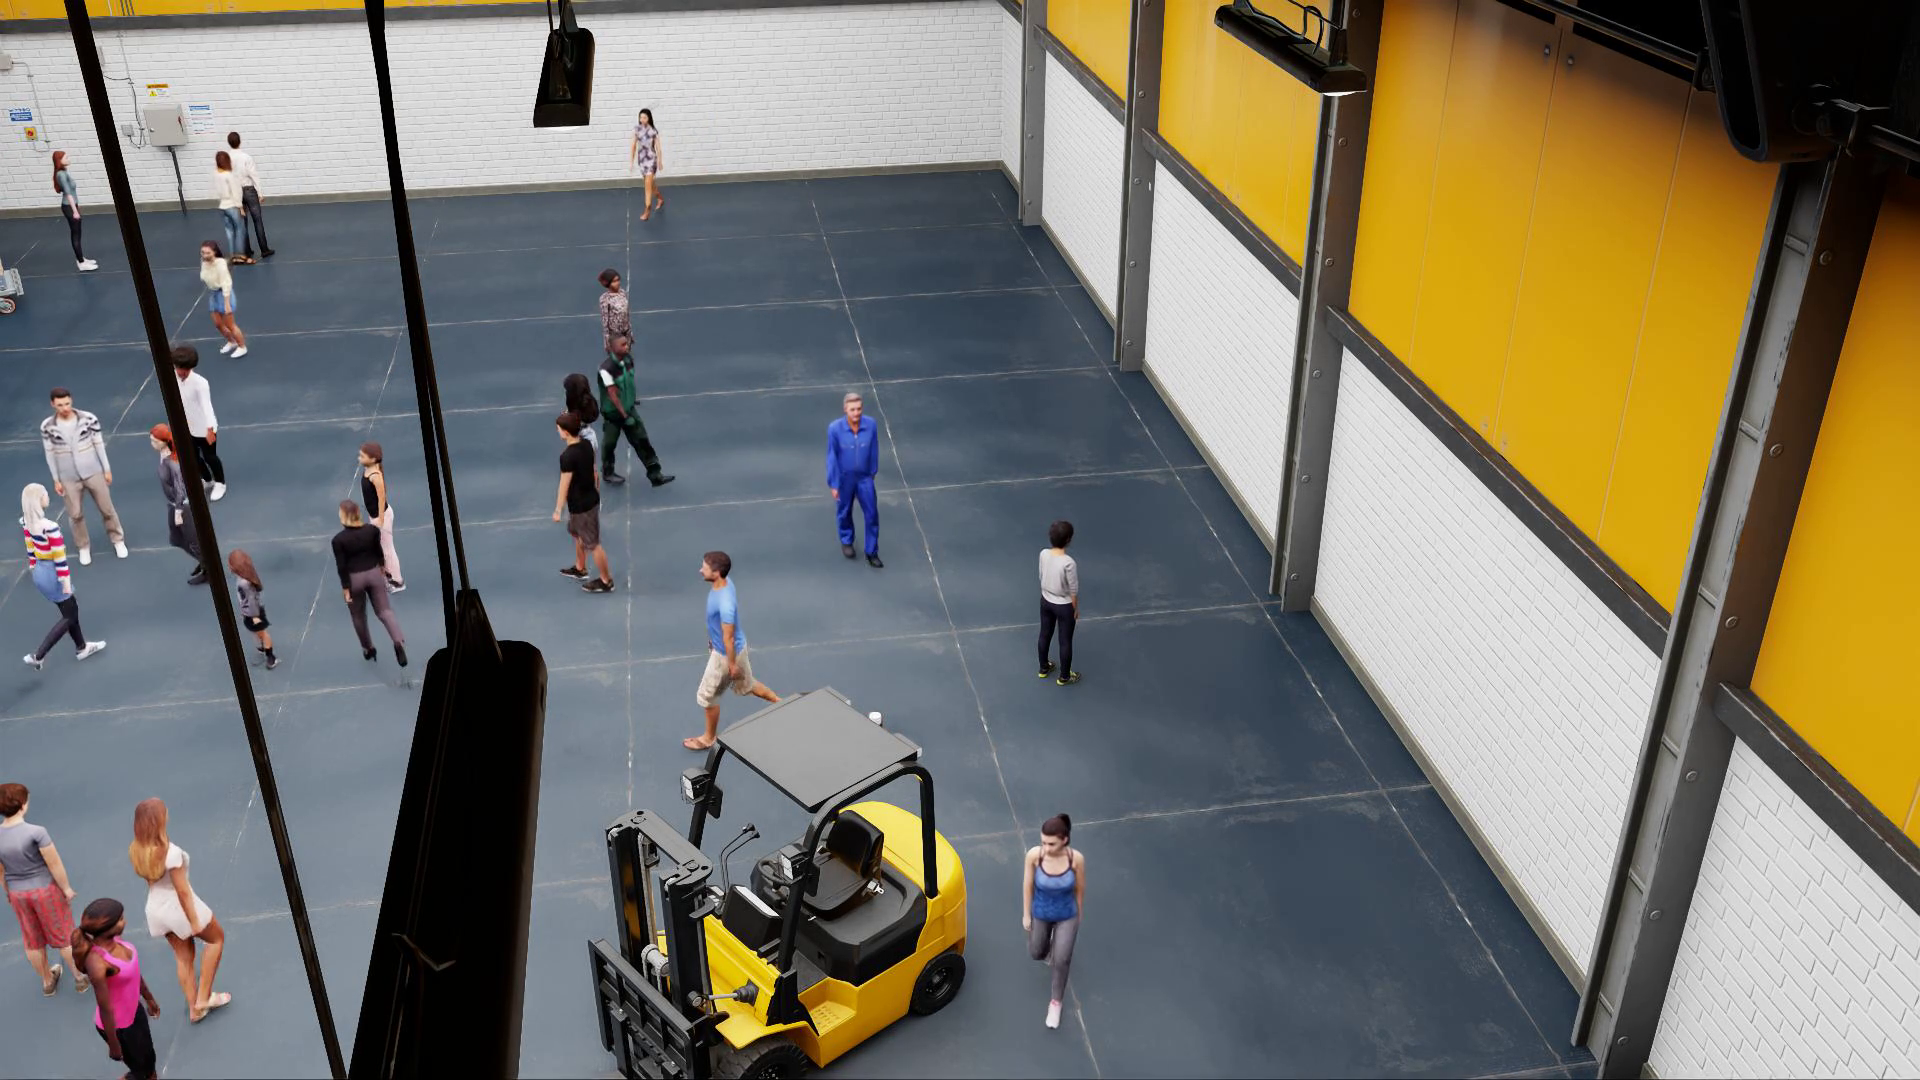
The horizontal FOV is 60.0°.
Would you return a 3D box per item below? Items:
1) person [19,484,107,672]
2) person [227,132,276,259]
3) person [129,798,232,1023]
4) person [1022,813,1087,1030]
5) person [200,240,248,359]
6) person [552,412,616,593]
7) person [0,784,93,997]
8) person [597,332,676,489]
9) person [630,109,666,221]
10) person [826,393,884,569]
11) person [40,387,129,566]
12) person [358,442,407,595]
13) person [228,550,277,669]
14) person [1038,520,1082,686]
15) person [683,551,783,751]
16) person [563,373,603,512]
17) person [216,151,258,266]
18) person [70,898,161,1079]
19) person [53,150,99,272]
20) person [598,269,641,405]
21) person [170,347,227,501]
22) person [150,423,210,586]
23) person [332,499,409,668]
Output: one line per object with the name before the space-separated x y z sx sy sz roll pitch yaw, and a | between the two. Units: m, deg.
person | -8.068 0.370 14.632 1.042 1.788 1.101 17 33 28
person | -10.568 -5.102 24.576 0.698 1.871 0.582 0 29 -1
person | -5.202 2.482 10.880 0.714 1.672 0.755 14 31 23
person | 0.620 2.443 11.037 0.740 1.590 0.978 3 29 6
person | -9.348 -3.072 21.144 0.774 1.592 0.822 25 37 38
person | -3.511 -0.333 15.866 0.879 1.839 0.882 2 29 4
person | -6.191 2.359 11.131 0.602 1.648 0.565 -2 29 -4
person | -3.731 -1.368 17.813 1.154 1.792 1.165 14 32 24
person | -4.909 -5.977 26.374 0.974 1.685 1.223 9 30 16
person | -1.092 -0.647 16.478 0.795 1.804 0.924 -8 30 -14
person | -8.703 -0.669 16.467 0.741 1.853 0.673 -13 31 -23
person | -5.574 -0.236 15.975 0.652 1.564 0.550 -15 32 -26
person | -6.309 0.623 14.905 0.653 1.081 0.483 -23 36 -36
person | 0.851 0.545 14.555 0.600 1.553 0.677 22 36 35
person | -1.814 0.891 13.628 0.759 1.833 1.150 -2 29 -4
person | -3.914 -0.984 17.282 0.666 1.626 0.554 1 29 2
person | -10.668 -4.846 24.317 0.710 1.670 0.809 20 34 32
person | -5.151 2.917 10.056 0.655 1.697 0.739 -3 29 -6
person | -12.890 -4.789 24.137 0.708 1.742 0.563 -15 32 -25
person | -4.076 -2.396 19.778 0.740 1.715 0.685 21 35 33
person | -8.059 -1.251 17.615 0.811 1.776 0.828 15 32 25
person | -7.377 -0.346 15.972 0.765 1.760 0.636 -17 33 -28
person | -5.198 0.434 14.655 0.886 1.653 1.031 -23 36 -36
